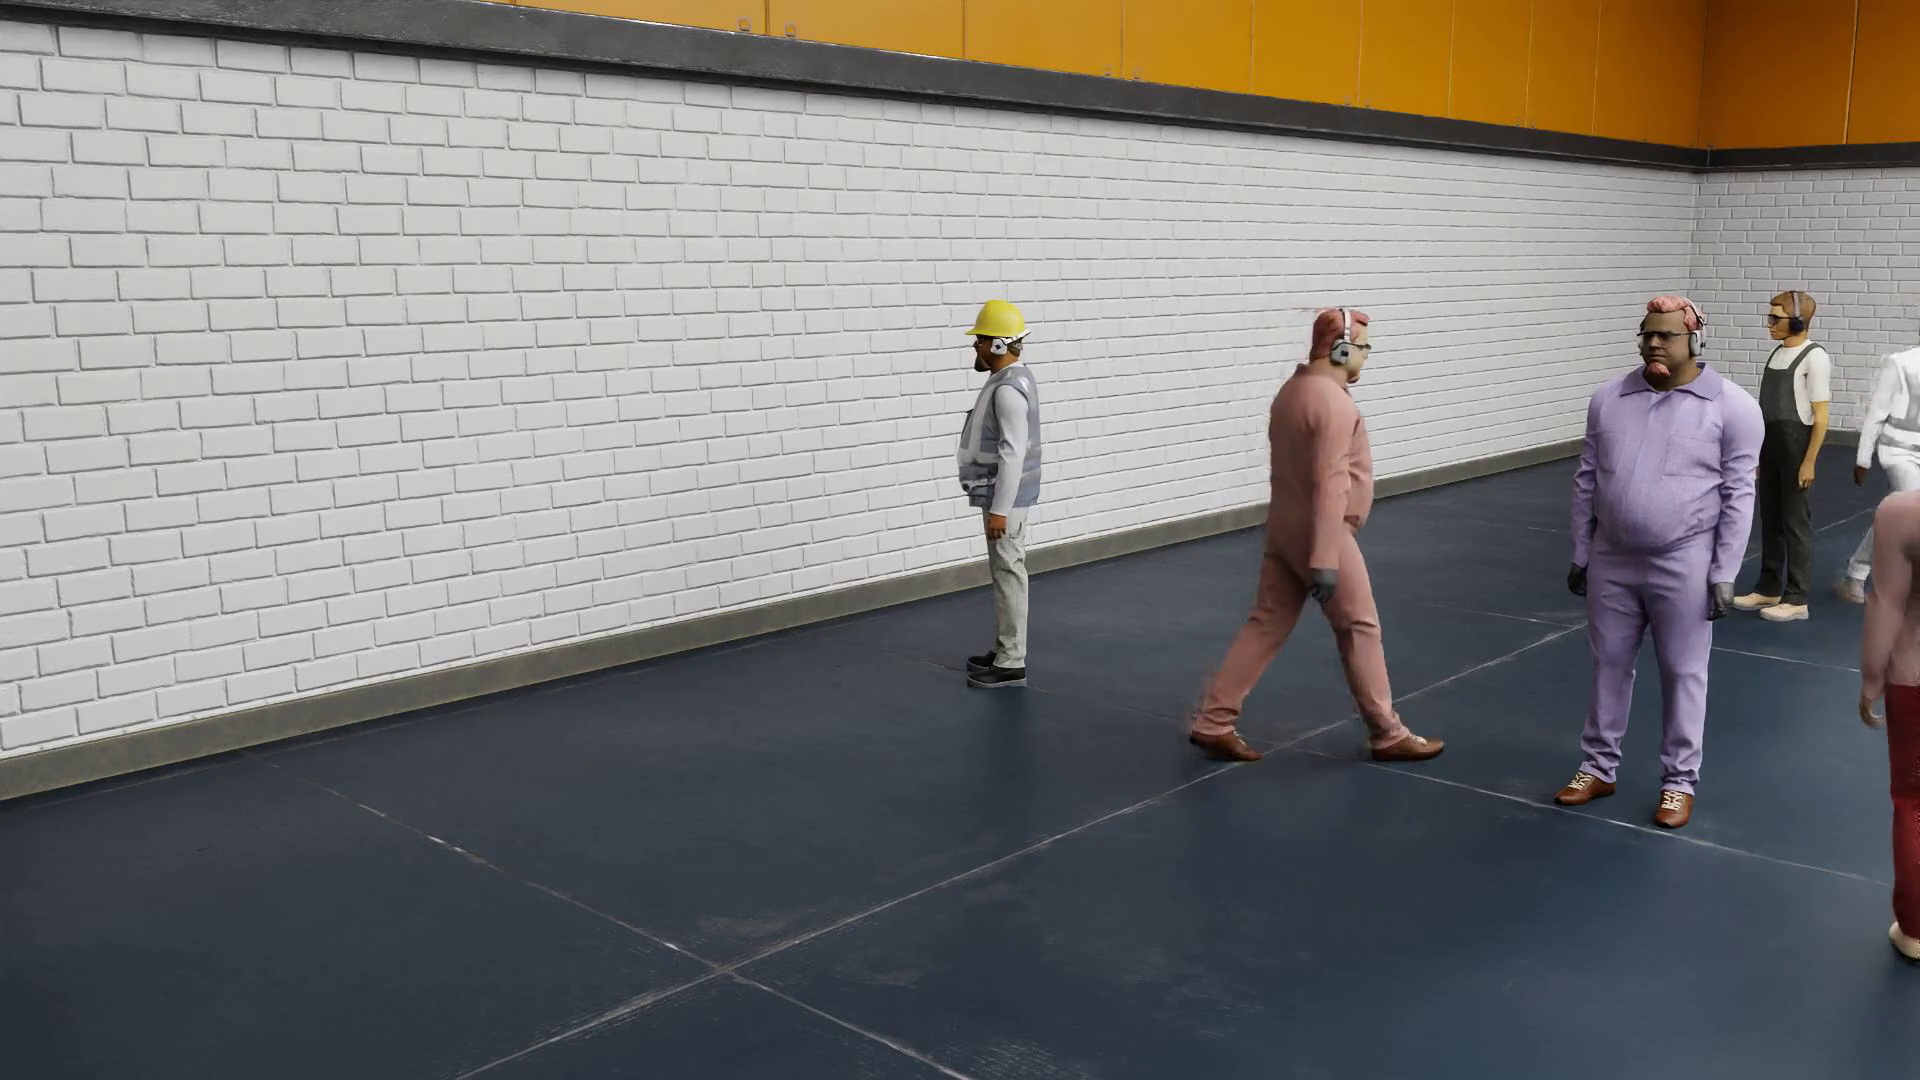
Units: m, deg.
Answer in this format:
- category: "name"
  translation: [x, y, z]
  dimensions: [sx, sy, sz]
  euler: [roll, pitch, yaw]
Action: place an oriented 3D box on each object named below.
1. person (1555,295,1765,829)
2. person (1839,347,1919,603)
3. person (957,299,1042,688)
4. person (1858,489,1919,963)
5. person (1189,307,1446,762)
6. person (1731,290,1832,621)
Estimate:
- category: "person"
  translation: [2.510, 0.075, 6.034]
  dimensions: [0.643, 1.909, 0.410]
  euler: [9, 14, 42]
- category: "person"
  translation: [5.388, -0.459, 9.393]
  dimensions: [0.582, 1.812, 1.056]
  euler: [-2, 10, -10]
- category: "person"
  translation: [0.186, -0.217, 7.906]
  dimensions: [0.403, 1.834, 0.589]
  euler: [0, 10, 3]
- category: "person"
  translation: [2.782, 0.407, 4.602]
  dimensions: [0.532, 1.746, 0.652]
  euler: [5, 11, 25]
- category: "person"
  translation: [1.414, 0.001, 6.658]
  dimensions: [1.034, 1.852, 0.649]
  euler: [-2, 10, -10]
- category: "person"
  translation: [4.626, -0.469, 9.312]
  dimensions: [0.325, 1.842, 0.513]
  euler: [-1, 10, -6]
